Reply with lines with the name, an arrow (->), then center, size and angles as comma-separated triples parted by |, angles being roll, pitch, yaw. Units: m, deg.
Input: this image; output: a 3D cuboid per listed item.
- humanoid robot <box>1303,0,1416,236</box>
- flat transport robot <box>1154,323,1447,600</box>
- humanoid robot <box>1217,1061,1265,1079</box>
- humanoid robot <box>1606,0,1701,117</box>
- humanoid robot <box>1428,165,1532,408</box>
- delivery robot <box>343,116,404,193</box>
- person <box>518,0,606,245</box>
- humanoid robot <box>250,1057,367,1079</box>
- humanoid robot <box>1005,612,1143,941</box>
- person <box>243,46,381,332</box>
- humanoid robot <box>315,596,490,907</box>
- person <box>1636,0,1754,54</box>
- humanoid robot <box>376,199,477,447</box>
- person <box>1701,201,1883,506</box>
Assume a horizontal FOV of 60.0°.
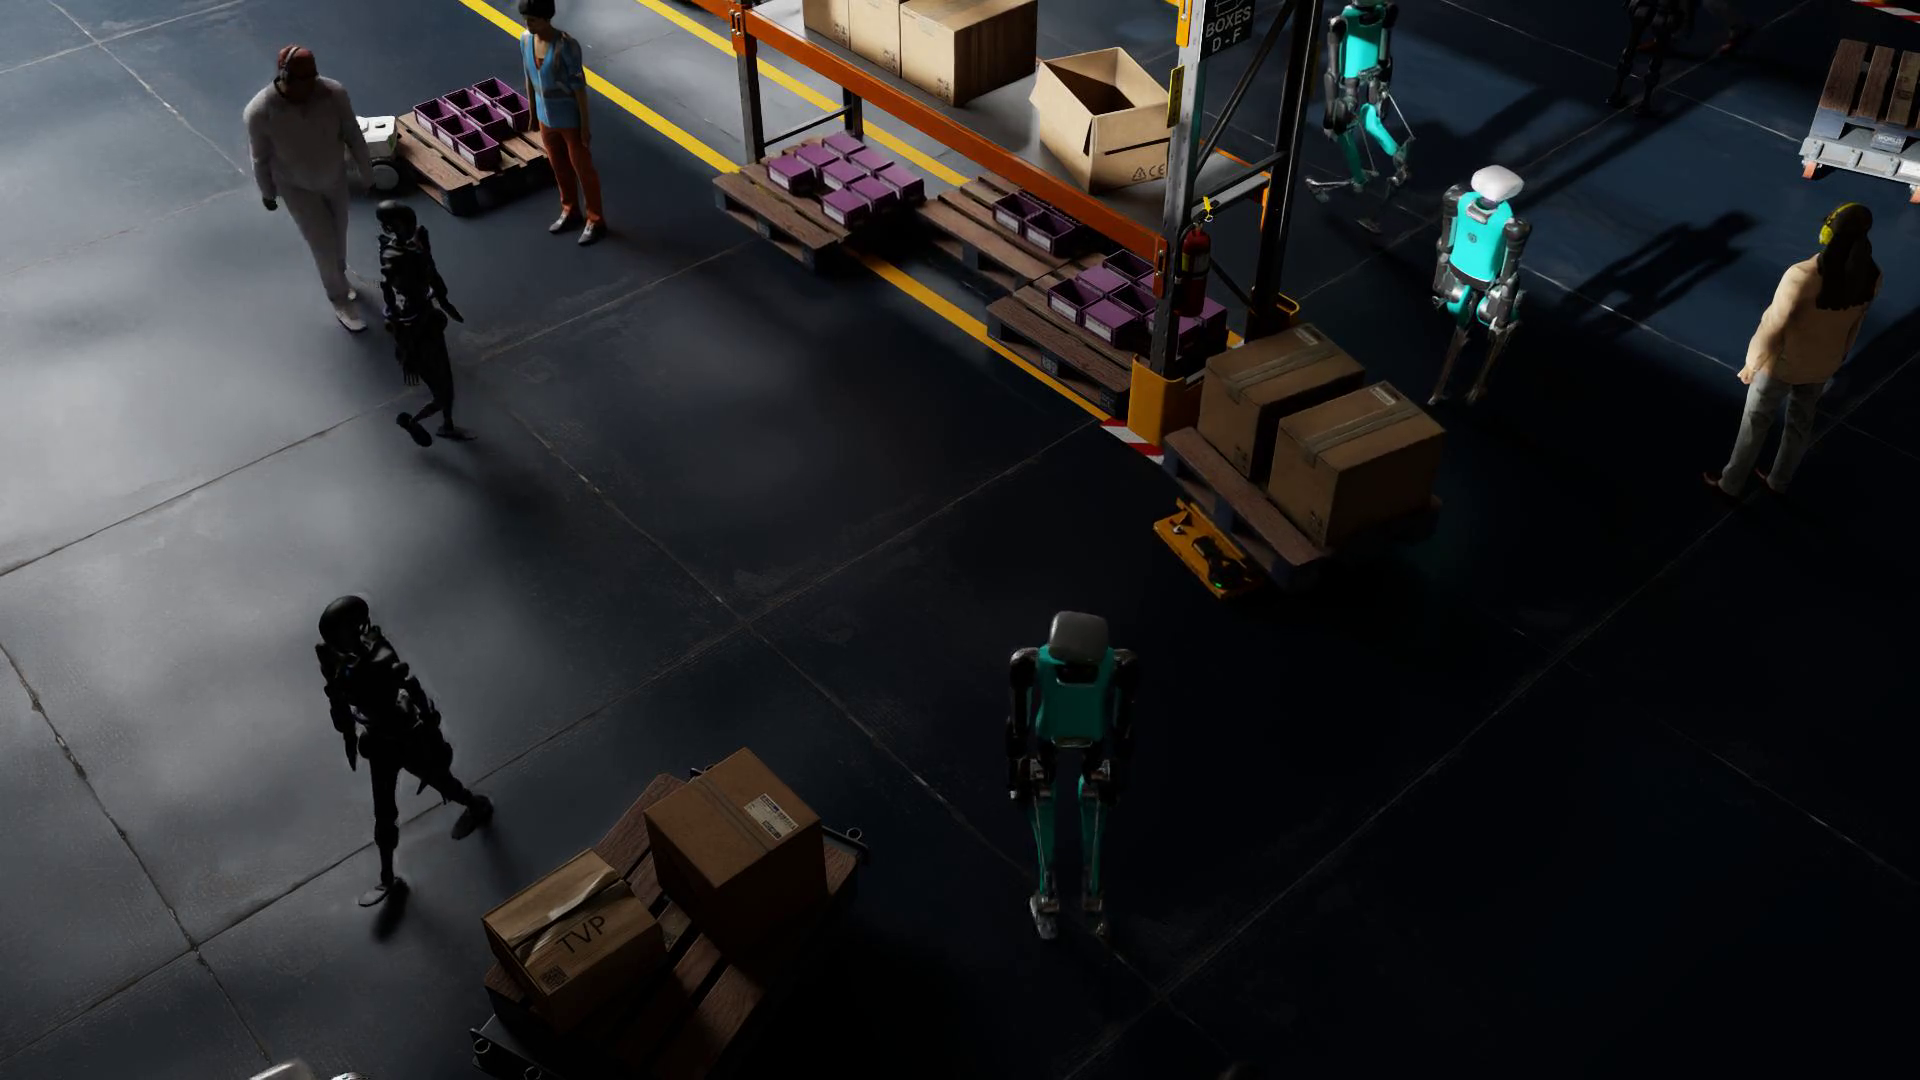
humanoid robot -> 2.724, -2.790, 11.051 | 0.553, 1.723, 1.028 | -20, 46, -21
flat transport robot -> 1.859, -0.148, 9.256 | 1.431, 0.231, 0.659 | -20, 46, -21
humanoid robot -> 0.893, 2.286, 5.597 | 0.595, 1.630, 0.759 | 18, 46, 19
humanoid robot -> 5.220, -4.012, 12.408 | 0.315, 1.657, 0.599 | -29, 50, -28
humanoid robot -> 3.060, -1.433, 9.576 | 0.831, 1.763, 0.548 | -30, 51, -29
delivery robot -> -4.369, -2.805, 11.947 | 0.809, 0.611, 0.499 | -7, 43, -8
person -> -2.661, -2.809, 11.050 | 0.495, 1.759, 0.335 | 21, 46, 21
humanoid robot -> -1.825, 2.475, 5.371 | 0.915, 1.821, 0.589 | 31, 51, 29
humanoid robot -> 0.449, 1.112, 6.798 | 0.541, 1.789, 0.677 | 0, 43, 0
person -> -3.965, -2.195, 10.307 | 0.663, 1.863, 0.838 | -33, 52, -30
humanoid robot -> -2.416, 0.879, 7.135 | 0.595, 1.629, 0.787 | 15, 45, 16
person -> 5.974, -4.637, 13.006 | 0.817, 1.804, 0.501 | -5, 43, -5
humanoid robot -> -3.081, -1.216, 9.383 | 0.405, 1.646, 0.608 | 7, 43, 7
person -> 4.519, -0.965, 8.970 | 0.554, 1.869, 0.391 | -4, 43, -5
